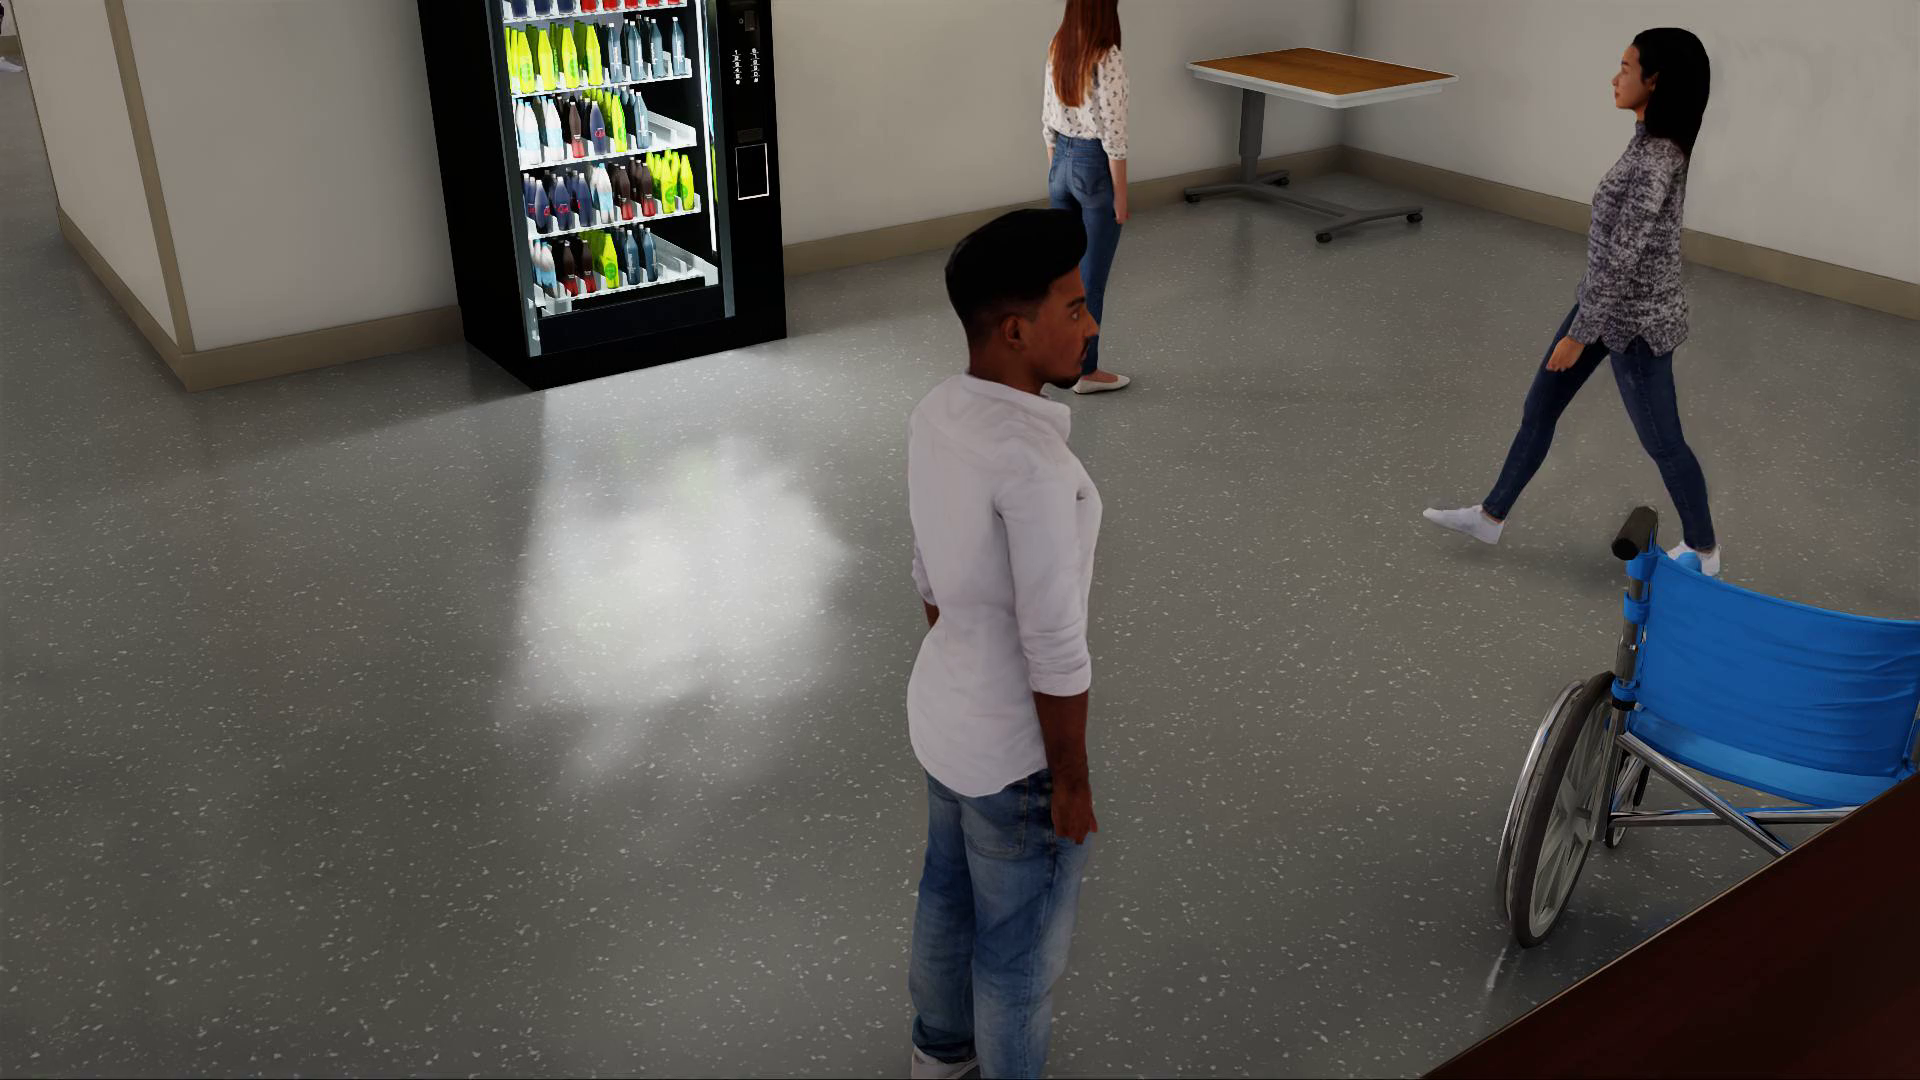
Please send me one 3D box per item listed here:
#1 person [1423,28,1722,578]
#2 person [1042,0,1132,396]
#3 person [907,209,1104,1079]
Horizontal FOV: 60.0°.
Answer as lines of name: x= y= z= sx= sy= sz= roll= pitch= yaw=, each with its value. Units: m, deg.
person: x=2.113 y=-0.634 z=5.054 sx=1.141 sy=1.687 sz=1.157 roll=8 pitch=27 yaw=16
person: x=0.501 y=-1.461 z=6.725 sx=0.491 sy=1.725 sz=0.582 roll=-18 pitch=31 yaw=-33
person: x=0.064 y=0.308 z=2.961 sx=0.644 sy=1.807 sz=0.681 roll=-11 pitch=28 yaw=-22
